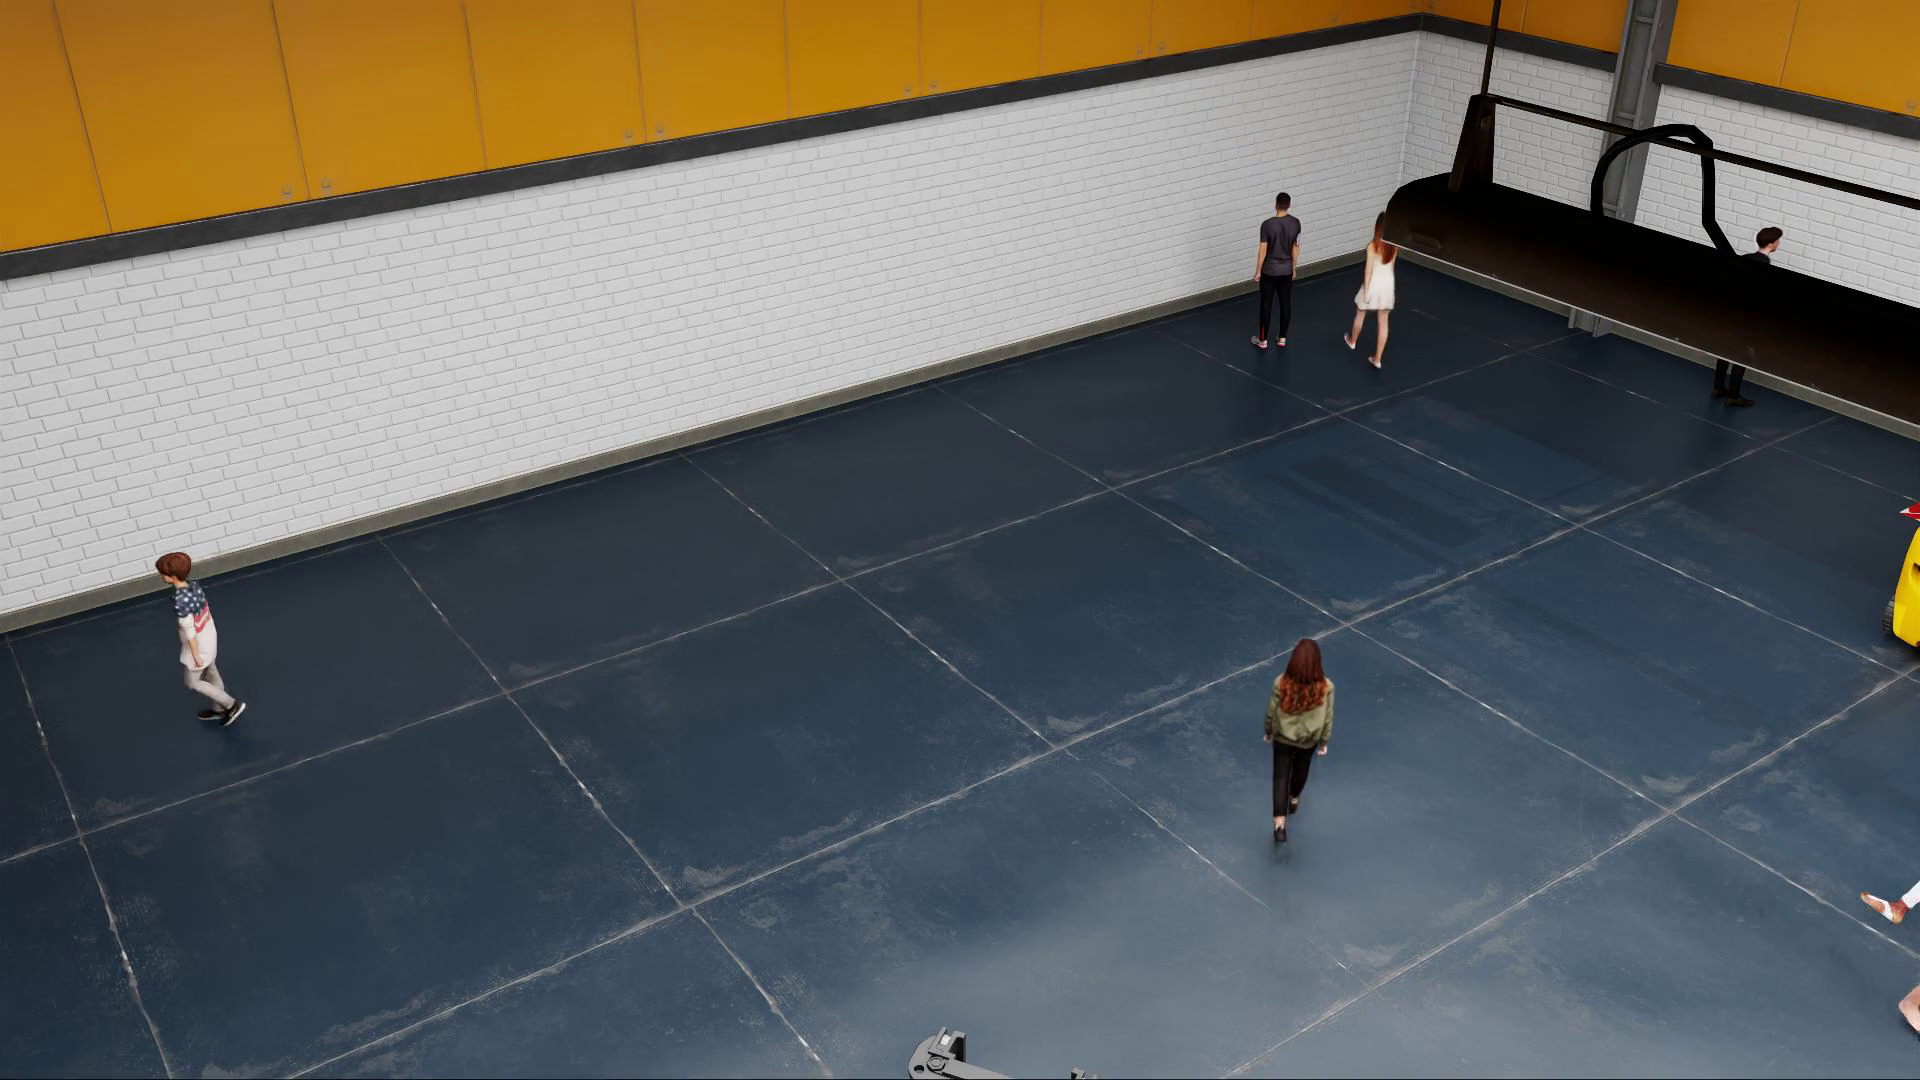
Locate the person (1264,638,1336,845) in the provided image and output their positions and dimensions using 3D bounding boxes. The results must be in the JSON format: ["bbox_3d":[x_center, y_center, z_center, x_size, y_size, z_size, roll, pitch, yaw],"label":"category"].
[{"bbox_3d":[2.199,1.331,10.895,0.970,1.452,1.027,5,29,9],"label":"person"}]

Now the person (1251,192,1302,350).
[{"bbox_3d":[3.522,-3.001,18.510,0.718,1.764,0.680,-6,29,-10],"label":"person"}]

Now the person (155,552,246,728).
[{"bbox_3d":[-5.450,0.719,12.038,0.743,1.430,0.696,-1,29,-2],"label":"person"}]

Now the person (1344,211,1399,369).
[{"bbox_3d":[4.571,-2.681,18.014,0.839,1.677,1.089,-4,29,-8],"label":"person"}]

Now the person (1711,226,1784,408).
[{"bbox_3d":[8.098,-2.310,17.111,0.831,1.891,0.663,-7,29,-13],"label":"person"}]
